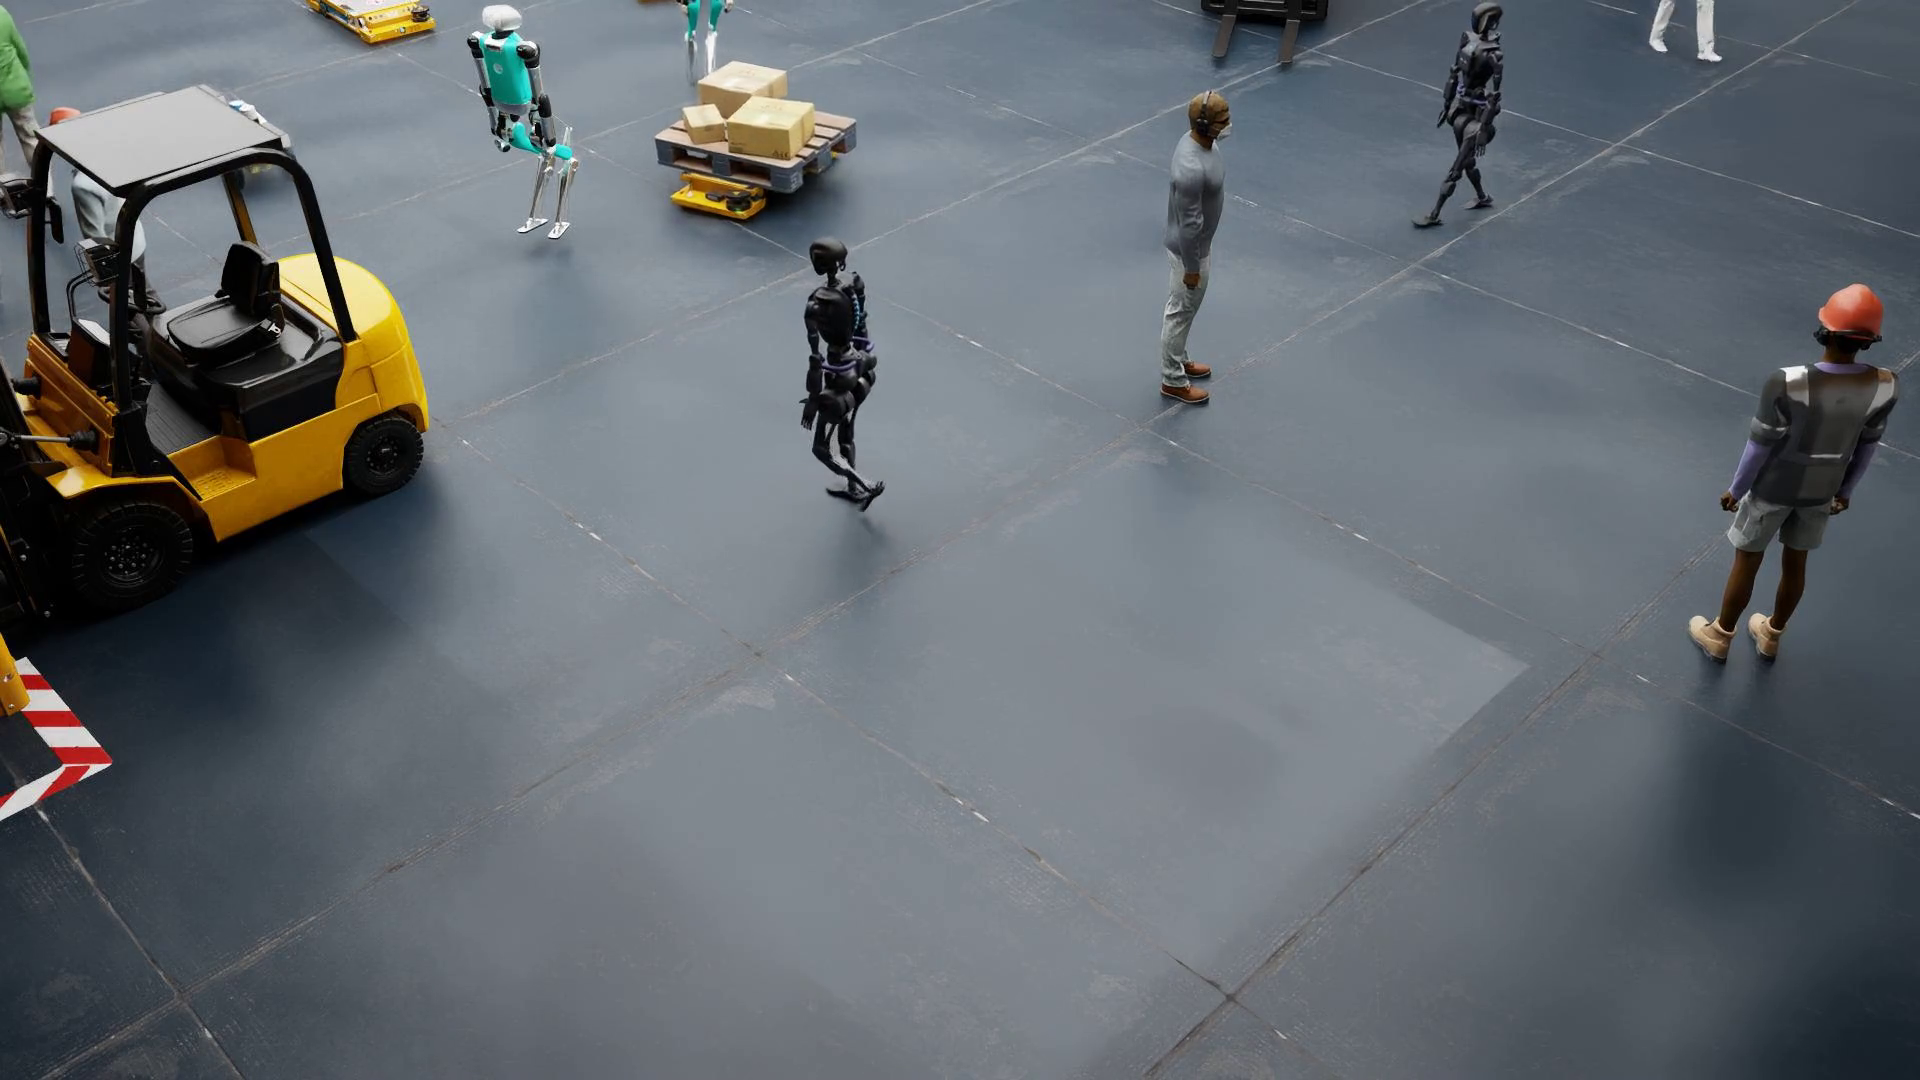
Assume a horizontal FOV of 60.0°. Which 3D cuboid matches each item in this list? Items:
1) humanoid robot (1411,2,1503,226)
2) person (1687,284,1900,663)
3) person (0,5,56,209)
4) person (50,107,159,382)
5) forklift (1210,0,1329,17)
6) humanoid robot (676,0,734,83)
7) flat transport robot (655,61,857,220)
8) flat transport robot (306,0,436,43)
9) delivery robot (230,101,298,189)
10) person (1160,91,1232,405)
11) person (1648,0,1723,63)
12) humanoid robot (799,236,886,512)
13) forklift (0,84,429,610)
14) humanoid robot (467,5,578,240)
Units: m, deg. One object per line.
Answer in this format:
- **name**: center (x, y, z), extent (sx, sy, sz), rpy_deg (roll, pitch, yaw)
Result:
- **humanoid robot**: center (3.679, -3.073, 11.972), extent (0.783, 1.624, 0.589), rpy_deg (-13, 39, -17)
- **person**: center (3.947, -0.279, 7.891), extent (0.612, 2.043, 0.371), rpy_deg (0, 37, 0)
- **person**: center (-7.030, -3.286, 12.148), extent (0.552, 1.752, 0.530), rpy_deg (-19, 41, -23)
- **person**: center (-5.187, -1.805, 10.184), extent (0.351, 1.737, 0.574), rpy_deg (-2, 37, -3)
- **forklift**: center (3.106, -6.400, 15.960), extent (1.214, 2.155, 2.313), rpy_deg (8, 37, 10)
- **humanoid robot**: center (-2.185, -4.630, 14.072), extent (0.558, 1.884, 0.728), rpy_deg (-13, 39, -17)
- **flat transport robot**: center (-1.550, -2.880, 12.852), extent (0.659, 0.231, 1.431), rpy_deg (17, 40, 22)
- **flat transport robot**: center (-5.606, -5.049, 15.756), extent (0.659, 0.231, 1.431), rpy_deg (-27, 45, -31)
- **delivery robot**: center (-5.527, -3.096, 12.907), extent (0.499, 0.601, 0.788), rpy_deg (-25, 43, -30)
- **person**: center (1.400, -1.748, 9.944), extent (0.373, 1.939, 0.629), rpy_deg (7, 37, 9)
- **person**: center (6.502, -4.994, 14.563), extent (0.544, 1.600, 0.809), rpy_deg (-12, 38, -16)
- **humanoid robot**: center (-0.584, -0.871, 8.985), extent (0.450, 1.637, 0.609), rpy_deg (17, 40, 22)
- **forklift**: center (-4.145, -1.093, 8.856), extent (2.313, 2.155, 1.214), rpy_deg (-31, 47, -34)
- **humanoid robot**: center (-2.947, -2.951, 11.609), extent (0.533, 1.677, 0.735), rpy_deg (15, 39, 19)
